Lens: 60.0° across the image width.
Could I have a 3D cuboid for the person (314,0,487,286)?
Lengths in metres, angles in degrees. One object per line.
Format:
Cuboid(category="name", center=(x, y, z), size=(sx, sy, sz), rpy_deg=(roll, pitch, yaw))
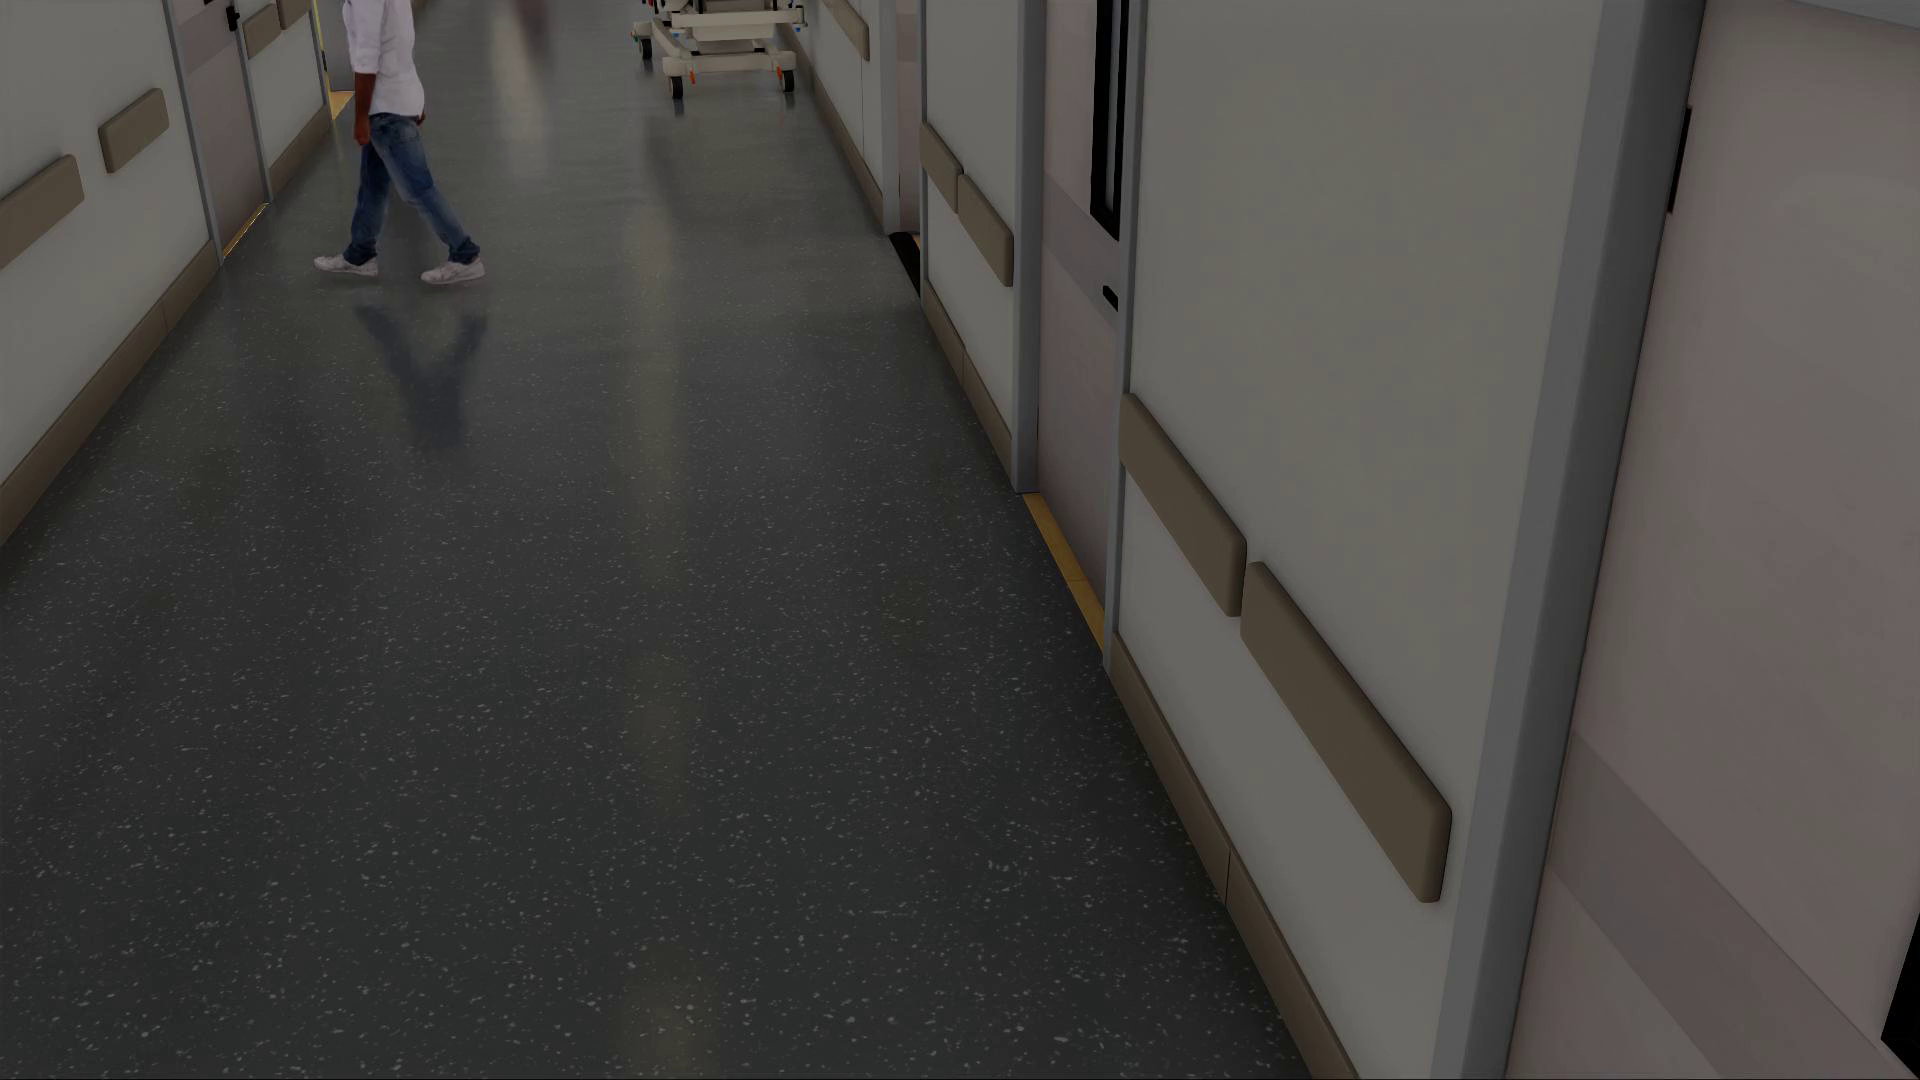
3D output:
Cuboid(category="person", center=(-2.638, -2.065, 7.894), size=(1.100, 1.776, 0.712), rpy_deg=(-2, 26, -4))
